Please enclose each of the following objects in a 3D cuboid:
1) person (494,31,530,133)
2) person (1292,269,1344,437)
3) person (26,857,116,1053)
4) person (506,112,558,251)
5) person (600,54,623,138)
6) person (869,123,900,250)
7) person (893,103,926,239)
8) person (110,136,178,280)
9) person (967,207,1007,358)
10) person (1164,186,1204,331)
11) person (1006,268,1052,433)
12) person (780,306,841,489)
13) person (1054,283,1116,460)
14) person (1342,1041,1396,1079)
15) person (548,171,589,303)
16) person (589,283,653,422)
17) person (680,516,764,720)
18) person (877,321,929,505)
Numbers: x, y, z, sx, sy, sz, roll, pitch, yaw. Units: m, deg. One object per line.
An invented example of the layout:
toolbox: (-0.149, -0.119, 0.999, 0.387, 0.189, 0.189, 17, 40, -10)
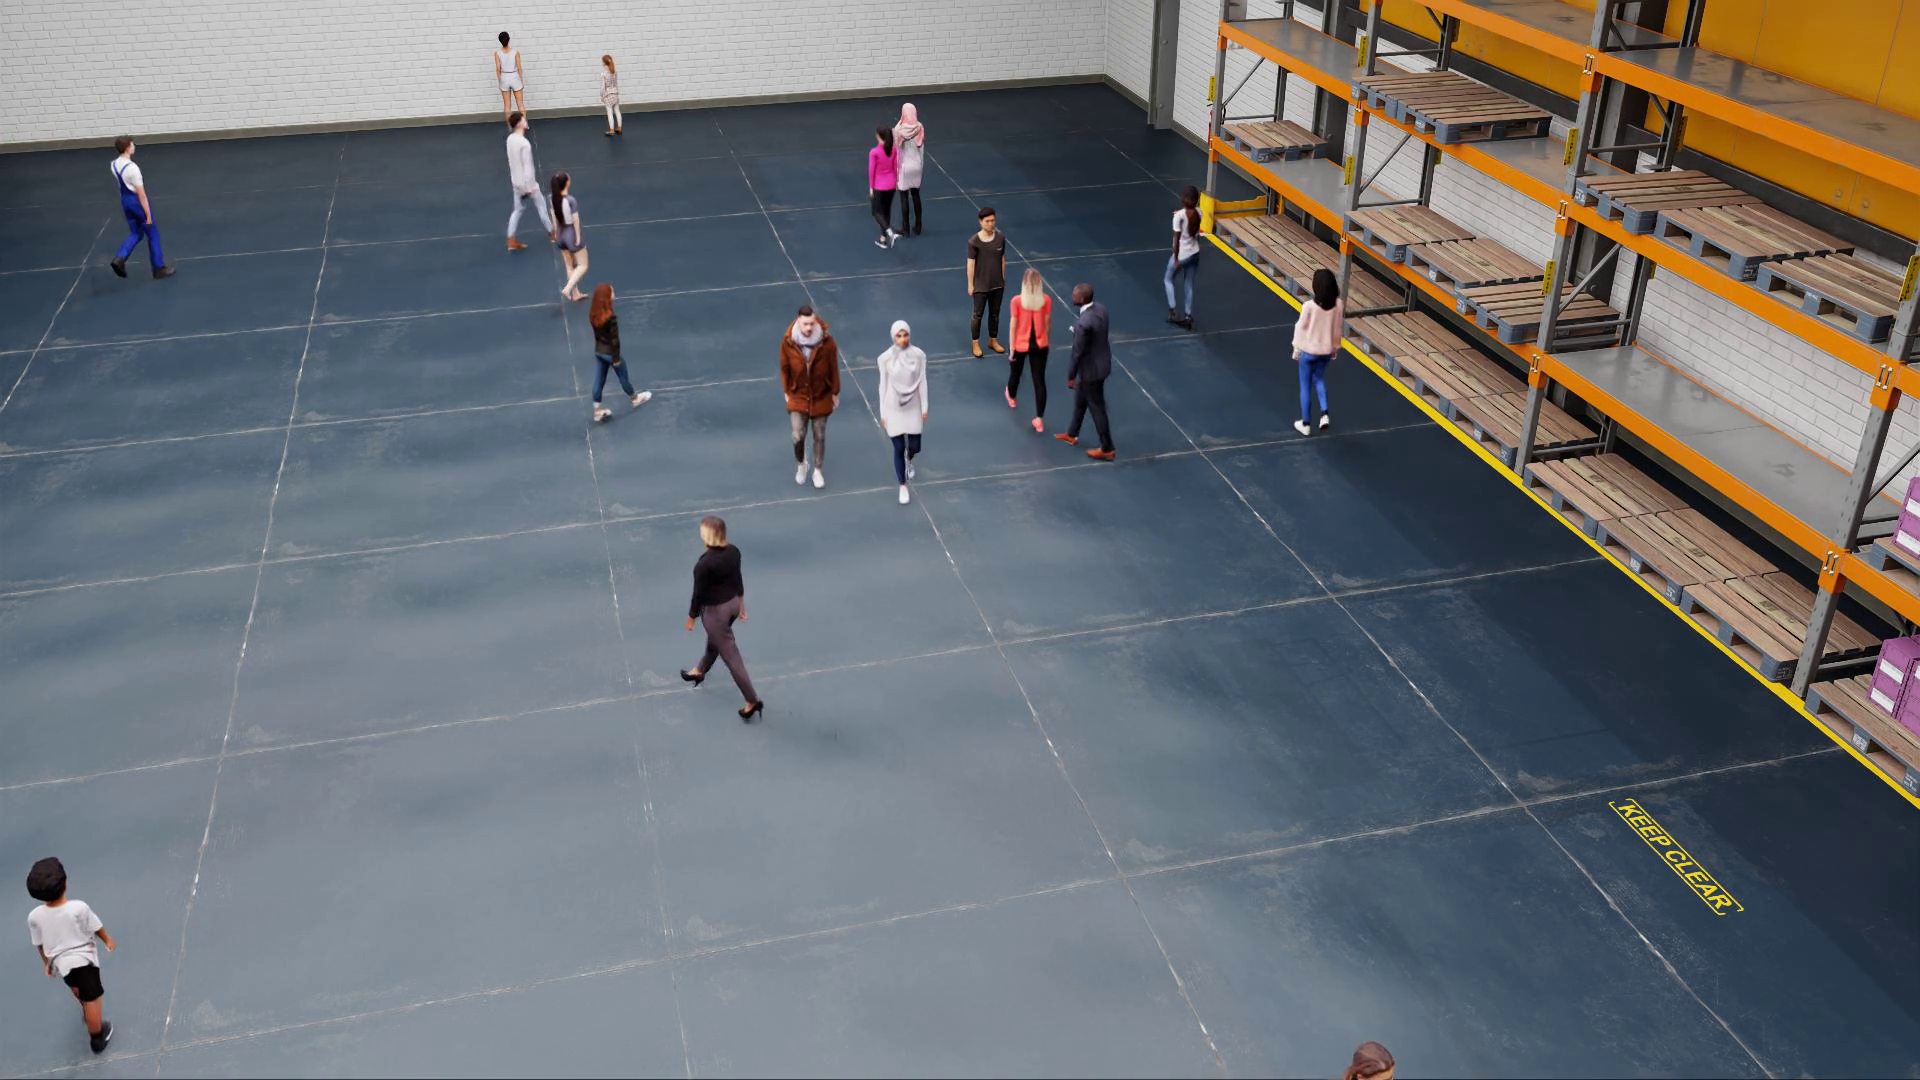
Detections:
person: (-7.383, -7.527, 27.304, 0.585, 1.607, 0.548, -5, 29, -8)
person: (3.620, -1.844, 16.727, 0.637, 1.758, 0.693, -8, 30, -14)
person: (-5.064, 2.405, 9.482, 0.528, 1.238, 0.738, -5, 29, -8)
person: (-5.805, -4.681, 21.893, 1.115, 1.792, 1.189, -25, 37, -38)
person: (-5.695, -7.267, 27.134, 0.671, 1.313, 0.624, 21, 35, 33)
person: (-0.960, -4.606, 21.869, 0.764, 1.683, 0.980, -18, 33, -29)
person: (-0.684, -5.001, 22.467, 0.699, 1.804, 0.691, -17, 33, -28)
person: (-10.384, -4.111, 20.809, 1.033, 1.829, 1.113, 14, 32, 24)
person: (0.309, -2.935, 18.772, 0.656, 1.715, 0.588, -12, 31, -21)
person: (2.680, -3.270, 19.396, 0.663, 1.706, 0.702, -14, 32, -24)
person: (0.738, -1.901, 16.955, 0.655, 1.640, 1.134, -6, 29, -10)
person: (-1.423, -1.382, 15.813, 0.727, 1.822, 0.707, -4, 29, -7)
person: (1.370, -1.632, 16.305, 1.098, 1.791, 1.050, 14, 32, 24)
person: (1.848, 2.991, 8.099, 0.839, 1.532, 1.017, -25, 37, -38)
person: (-4.771, -3.626, 20.121, 0.826, 1.636, 0.890, 14, 32, 25)
person: (-3.693, -1.916, 17.188, 0.962, 1.443, 0.969, 20, 34, 32)
person: (-1.692, 0.624, 12.338, 1.089, 1.629, 1.051, 14, 32, 24)
person: (-0.544, -1.239, 15.613, 0.679, 1.764, 0.867, -4, 29, -6)
